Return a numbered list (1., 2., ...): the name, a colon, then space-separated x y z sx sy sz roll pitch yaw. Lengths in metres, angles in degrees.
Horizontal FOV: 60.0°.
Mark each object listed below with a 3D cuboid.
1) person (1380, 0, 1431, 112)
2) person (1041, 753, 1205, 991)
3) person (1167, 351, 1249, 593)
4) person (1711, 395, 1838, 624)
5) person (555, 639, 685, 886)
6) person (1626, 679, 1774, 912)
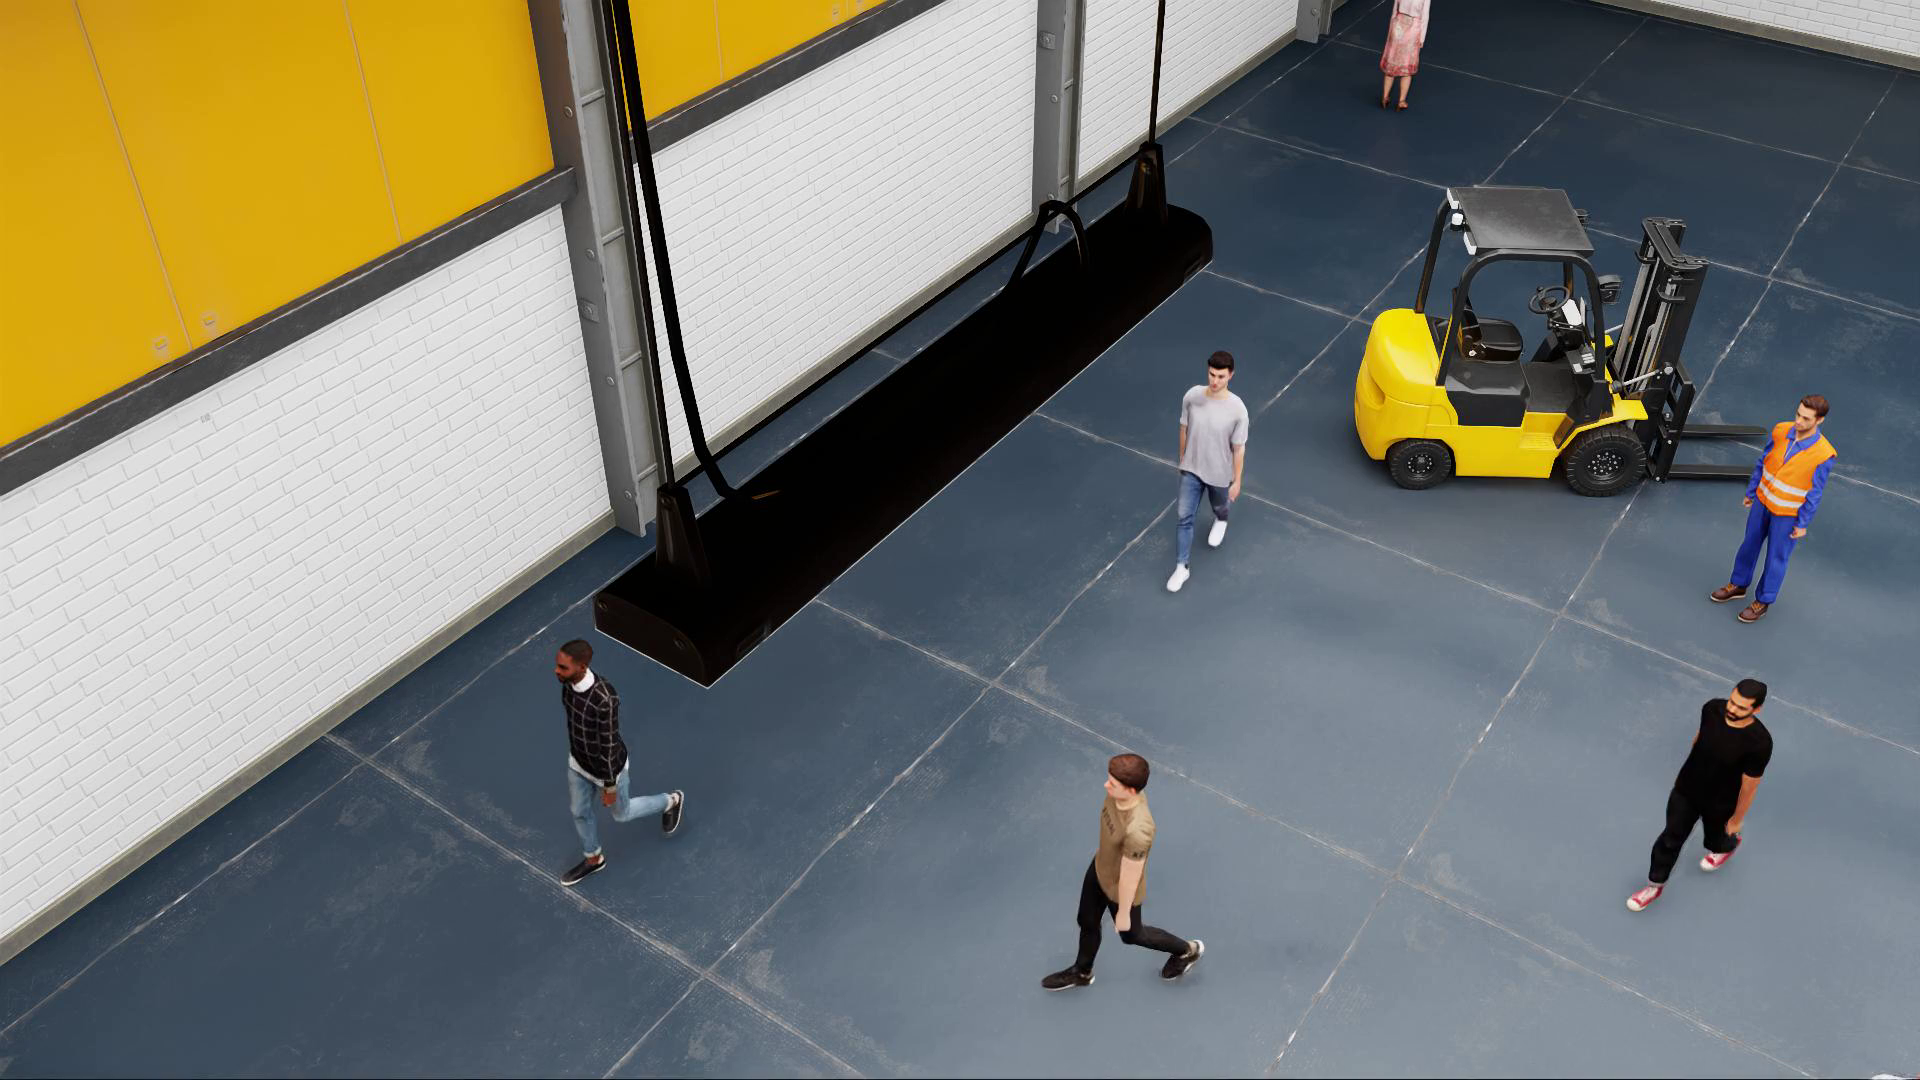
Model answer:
1. person: 4.979 -5.641 18.601 0.624 1.690 0.605 17 42 20
2. person: 0.961 1.856 9.105 1.243 1.825 1.153 -8 39 -10
3. person: 1.847 -0.574 12.129 0.821 1.849 1.232 16 41 19
4. person: 5.773 -0.237 11.696 0.744 1.864 0.760 -22 44 -25
5. person: -2.055 1.270 9.862 0.752 1.797 1.121 30 47 32
6. person: 4.432 1.446 9.697 1.189 1.728 0.914 -22 44 -25
